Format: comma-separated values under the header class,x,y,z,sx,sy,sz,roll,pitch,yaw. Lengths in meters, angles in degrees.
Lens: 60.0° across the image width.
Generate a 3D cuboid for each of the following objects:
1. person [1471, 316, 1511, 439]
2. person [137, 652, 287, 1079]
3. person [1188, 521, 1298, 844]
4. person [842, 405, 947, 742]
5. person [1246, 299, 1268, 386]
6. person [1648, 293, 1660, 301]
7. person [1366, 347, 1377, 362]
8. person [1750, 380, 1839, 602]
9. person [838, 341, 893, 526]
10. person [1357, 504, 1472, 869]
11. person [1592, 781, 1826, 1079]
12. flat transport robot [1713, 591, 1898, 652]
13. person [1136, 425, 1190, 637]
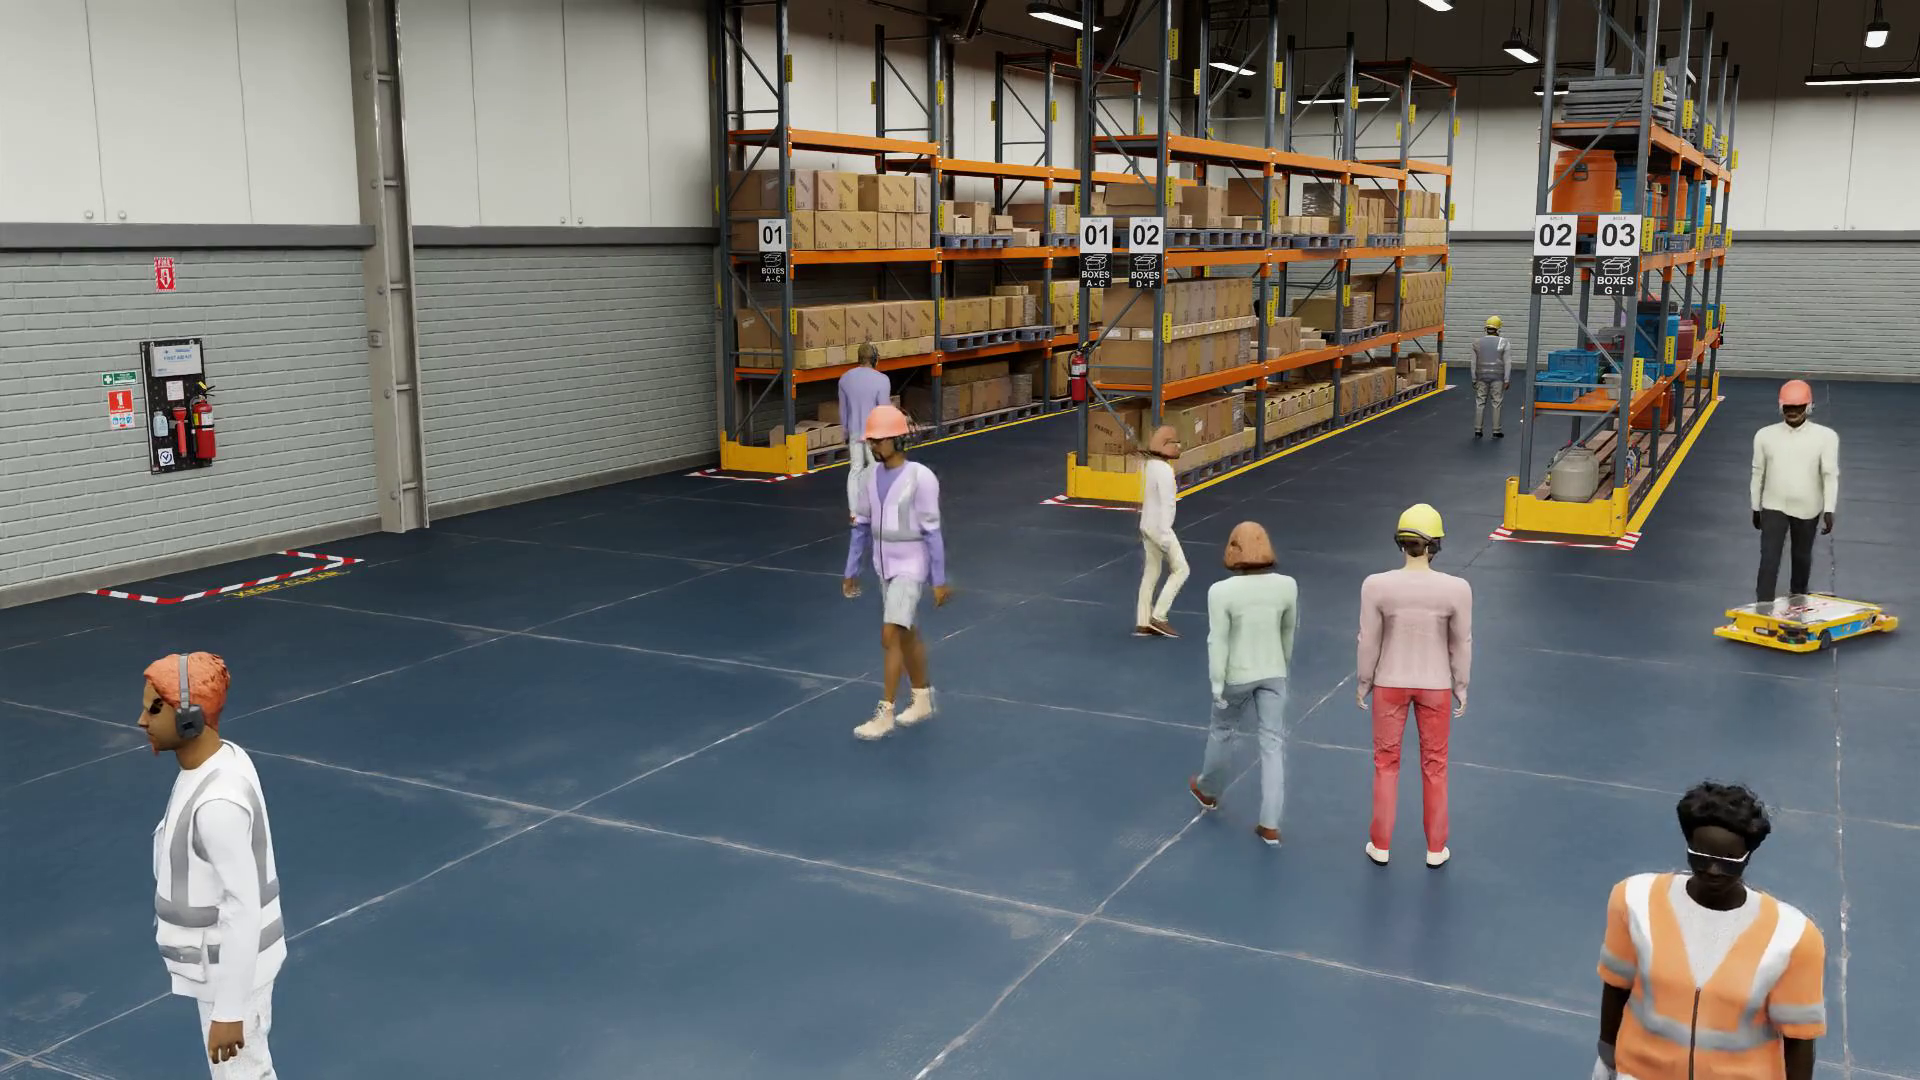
class,x,y,z,sx,sy,sz,roll,pitch,yaw
person,7.950,-2.430,24.905,0.590,1.833,0.403,6,12,32
person,-2.117,1.235,4.780,0.337,1.882,0.583,-5,12,-27
person,1.466,0.695,8.531,0.508,1.593,0.839,-2,11,-11
person,-0.464,0.198,10.077,0.870,2.010,0.638,-9,14,-42
person,5.045,-3.104,28.215,0.608,1.966,0.374,9,14,42
person,13.519,-3.848,32.436,0.566,1.894,0.914,-8,13,-38
person,9.015,-4.365,36.085,0.515,1.590,0.829,-3,11,-18
person,6.449,-0.279,12.882,0.612,1.952,1.018,6,12,30
person,-0.972,-1.099,17.359,0.635,1.937,0.352,6,12,30
person,2.177,0.703,8.010,0.533,1.765,0.321,2,11,12
person,1.875,1.432,4.240,0.550,1.672,0.618,6,12,30
flat transport robot,6.425,0.606,12.611,1.431,0.197,0.652,-7,13,-34
person,1.534,-0.057,12.536,0.440,1.615,0.527,-2,11,-9
